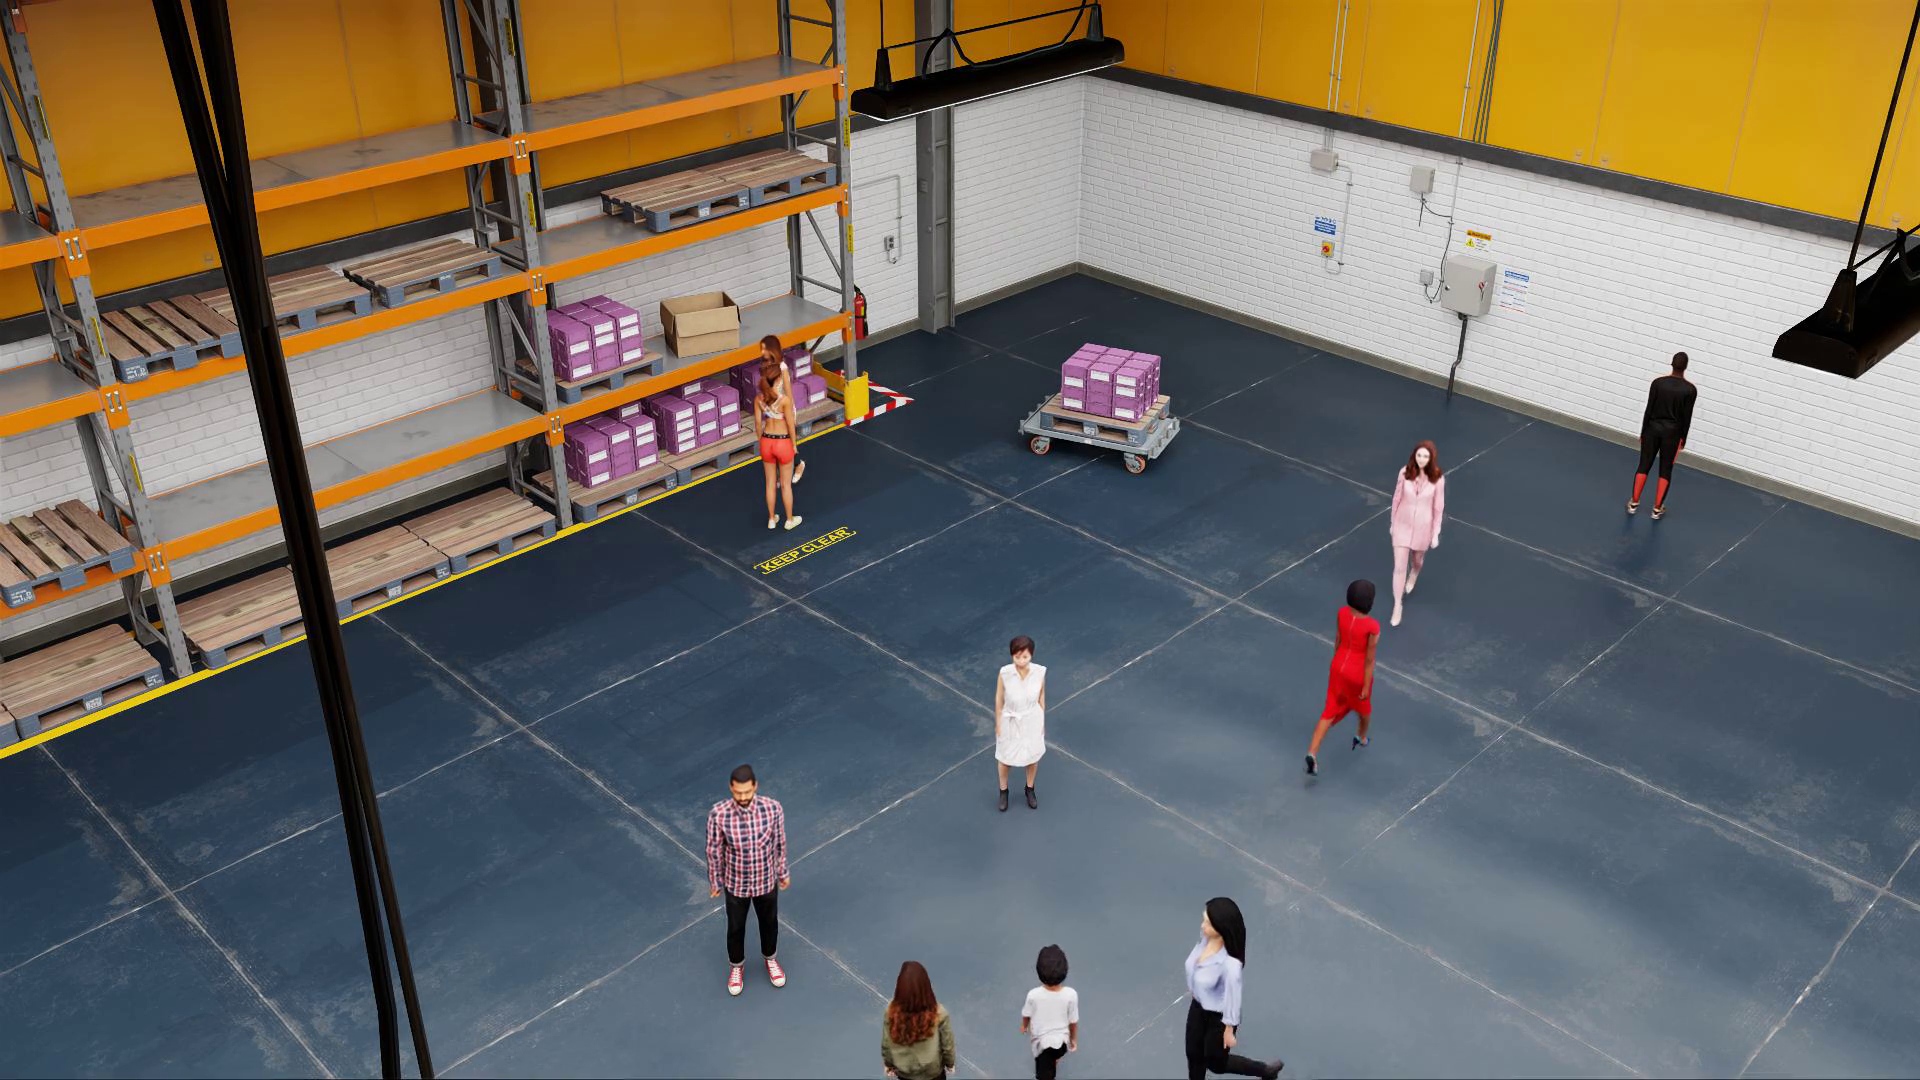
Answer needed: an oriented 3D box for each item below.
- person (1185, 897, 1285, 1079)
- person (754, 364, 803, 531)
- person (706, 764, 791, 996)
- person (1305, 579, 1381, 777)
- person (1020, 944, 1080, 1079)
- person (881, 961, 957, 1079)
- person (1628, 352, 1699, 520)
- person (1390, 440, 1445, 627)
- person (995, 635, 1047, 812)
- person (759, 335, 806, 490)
[{"bbox_3d":[1.623,2.854,10.061,1.058,1.725,0.912,-8,30,-14],"label":"person"},{"bbox_3d":[-1.870,-0.940,16.951,0.671,1.788,0.694,7,29,13],"label":"person"},{"bbox_3d":[-1.404,2.247,11.137,0.709,1.761,0.845,-7,29,-13],"label":"person"},{"bbox_3d":[3.051,1.134,13.241,1.126,1.700,0.587,-25,37,-38],"label":"person"},{"bbox_3d":[0.557,3.071,10.186,0.852,1.224,0.867,-3,29,-6],"label":"person"},{"bbox_3d":[-0.252,3.136,9.813,0.816,1.467,0.952,10,30,18],"label":"person"},{"bbox_3d":[7.280,-1.099,17.224,0.670,1.806,0.641,14,32,25],"label":"person"},{"bbox_3d":[4.251,-0.130,15.488,0.922,1.766,1.193,11,30,19],"label":"person"},{"bbox_3d":[0.469,1.409,12.888,0.626,1.555,0.706,-4,29,-7],"label":"person"},{"bbox_3d":[-1.850,-1.372,17.759,0.614,1.773,0.640,25,38,38],"label":"person"}]
